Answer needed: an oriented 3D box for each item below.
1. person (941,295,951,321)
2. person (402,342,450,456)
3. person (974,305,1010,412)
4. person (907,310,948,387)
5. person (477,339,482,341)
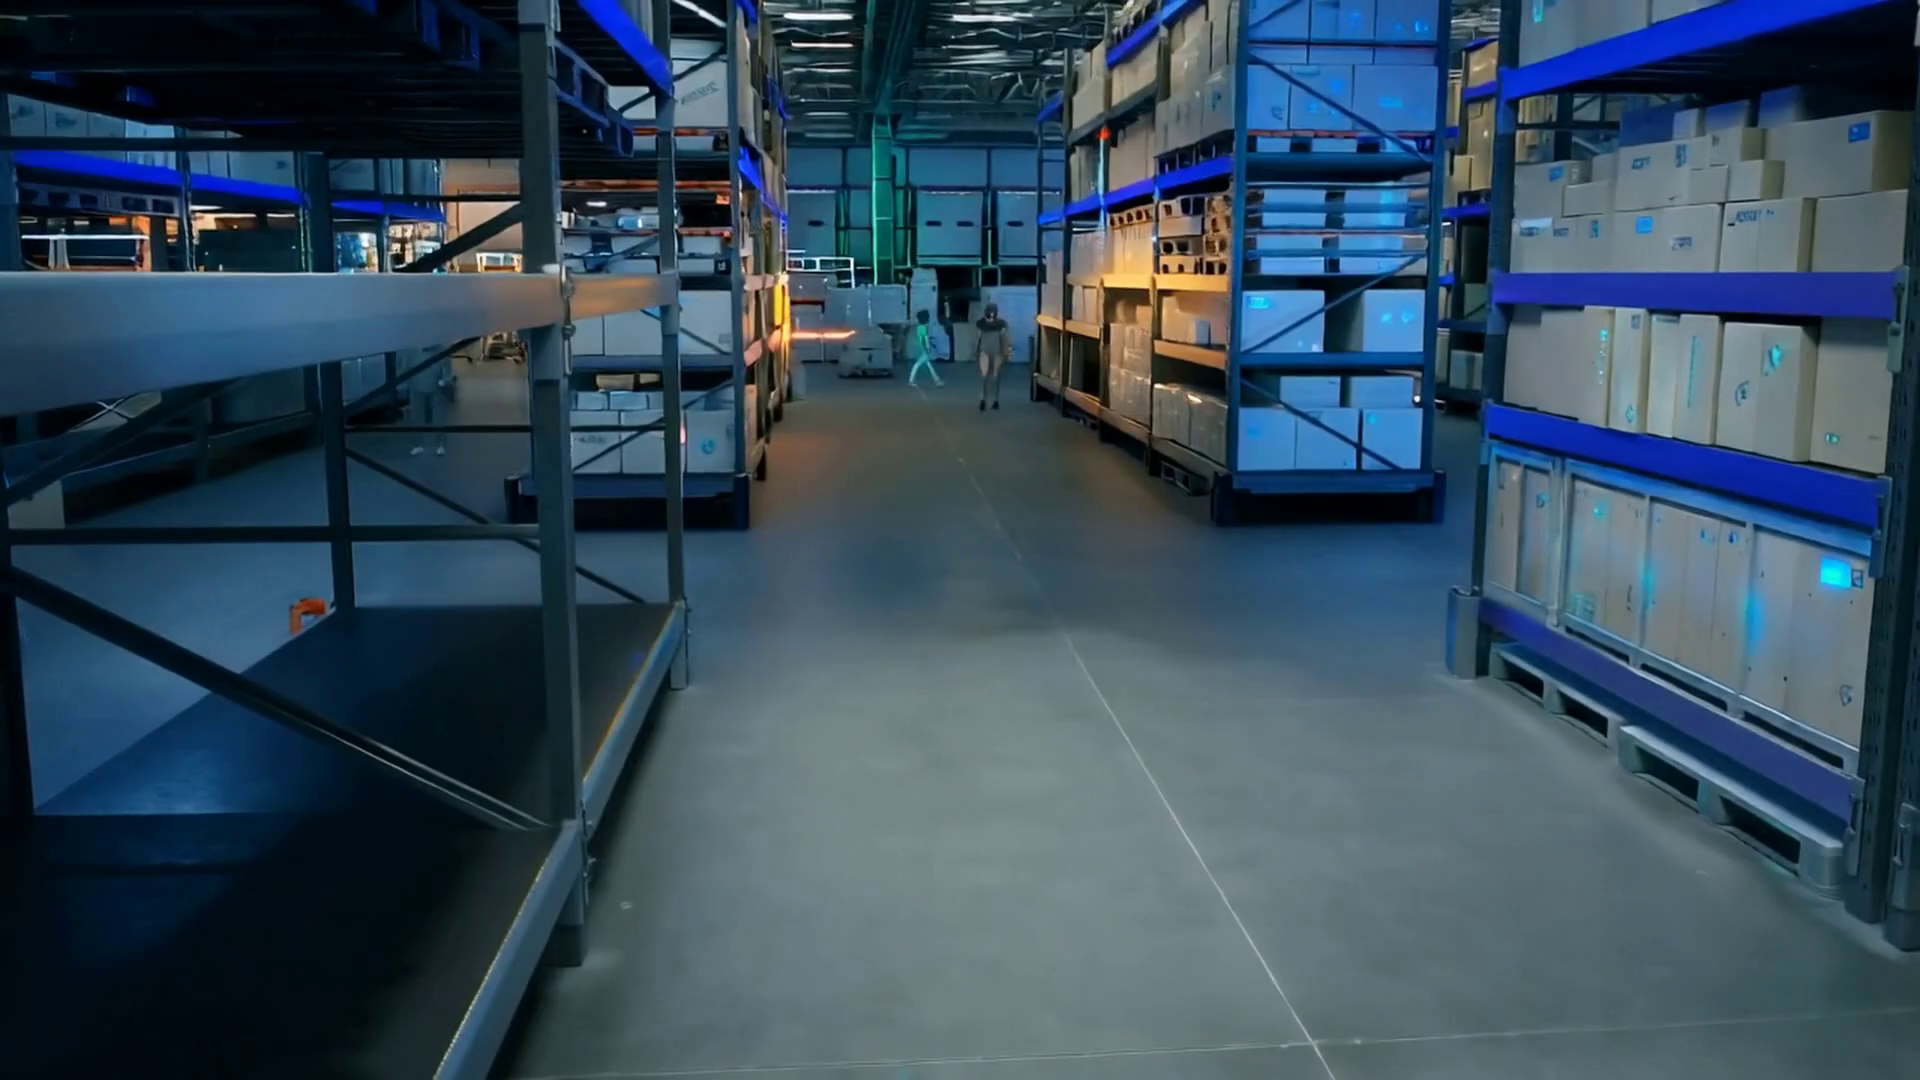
[{"bbox_3d":[-0.569,-7.817,58.888,0.887,1.691,0.510,-3,9,-16],"label":"person"},{"bbox_3d":[-7.136,-2.073,22.203,0.642,1.907,0.410,1,9,6],"label":"person"},{"bbox_3d":[0.562,-3.220,29.487,0.647,1.880,1.042,1,9,6],"label":"person"},{"bbox_3d":[-0.735,-4.119,35.814,0.889,1.644,0.548,1,9,4],"label":"person"},{"bbox_3d":[-17.587,-8.158,60.518,0.355,1.877,0.578,-3,10,-20],"label":"person"}]
